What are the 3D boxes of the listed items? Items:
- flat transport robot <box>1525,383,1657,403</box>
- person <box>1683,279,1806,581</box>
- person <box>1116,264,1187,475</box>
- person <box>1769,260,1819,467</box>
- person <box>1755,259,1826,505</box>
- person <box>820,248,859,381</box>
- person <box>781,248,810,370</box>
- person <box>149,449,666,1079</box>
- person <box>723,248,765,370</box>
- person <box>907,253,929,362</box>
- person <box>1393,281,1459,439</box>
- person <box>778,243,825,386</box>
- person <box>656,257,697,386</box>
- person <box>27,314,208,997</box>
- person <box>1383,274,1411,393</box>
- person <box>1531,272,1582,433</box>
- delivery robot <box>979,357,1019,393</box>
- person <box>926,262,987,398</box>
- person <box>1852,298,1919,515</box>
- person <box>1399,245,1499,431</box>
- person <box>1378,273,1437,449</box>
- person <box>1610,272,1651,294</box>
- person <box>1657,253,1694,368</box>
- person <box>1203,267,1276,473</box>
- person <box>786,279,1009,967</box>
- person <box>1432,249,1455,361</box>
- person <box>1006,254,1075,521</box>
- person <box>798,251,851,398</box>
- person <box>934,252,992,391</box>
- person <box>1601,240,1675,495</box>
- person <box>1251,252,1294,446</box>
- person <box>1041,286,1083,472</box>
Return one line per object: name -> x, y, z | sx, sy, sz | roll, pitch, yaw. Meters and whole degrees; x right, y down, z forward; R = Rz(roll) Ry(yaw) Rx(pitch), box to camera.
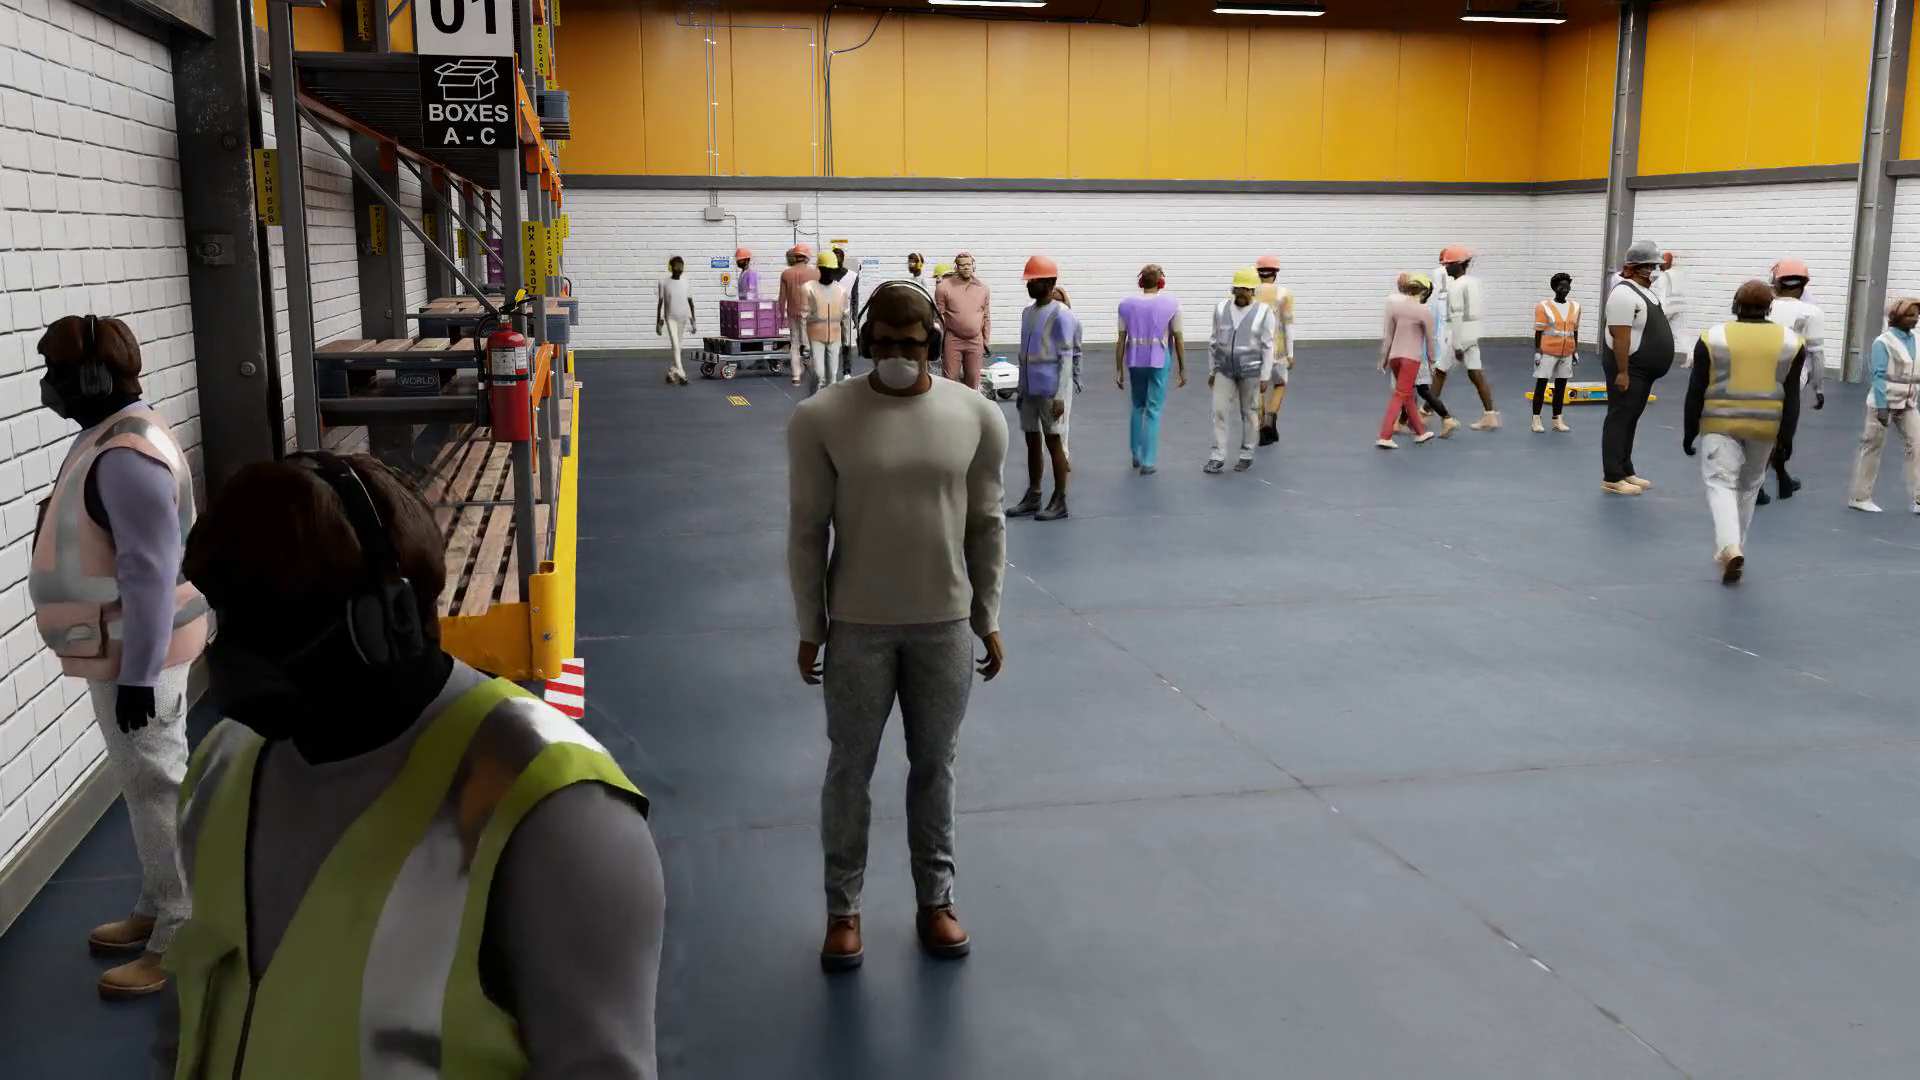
flat transport robot -> 7.928, -1.858, 20.903 | 1.431, 0.197, 0.652 | -2, 10, -12
person -> 4.718, -0.666, 10.041 | 0.630, 1.811, 0.875 | 2, 10, 11
person -> 1.698, -1.504, 14.644 | 0.577, 1.817, 0.728 | 4, 11, 22
person -> 7.445, -1.616, 15.197 | 0.656, 1.853, 1.019 | 5, 11, 25
person -> 6.401, -1.222, 12.892 | 0.922, 1.881, 0.580 | -8, 13, -38
person -> -1.751, -3.242, 24.009 | 0.587, 1.920, 0.390 | 1, 10, 8
person -> -2.668, -3.626, 26.214 | 0.866, 1.898, 0.619 | 4, 11, 19
person -> -0.659, 0.822, 1.746 | 0.666, 1.825, 0.603 | 7, 12, 34
person -> -3.415, -3.609, 26.053 | 0.792, 1.905, 0.551 | -6, 12, -29
person -> -0.589, -2.993, 22.789 | 0.333, 1.866, 0.525 | -4, 11, -22
person -> 4.806, -1.880, 17.166 | 0.827, 1.665, 0.529 | 7, 13, 36
person -> -2.230, -3.127, 23.168 | 0.752, 1.996, 0.507 | 3, 11, 15
person -> -3.985, -3.076, 23.414 | 0.518, 1.805, 0.999 | -7, 12, -33
person -> -2.281, 0.310, 4.541 | 0.429, 1.841, 0.634 | -6, 12, -29
person -> 5.724, -2.618, 21.442 | 0.507, 1.594, 0.876 | 4, 11, 22
person -> 6.317, -1.979, 17.623 | 0.536, 1.696, 0.321 | -2, 10, -11
delivery robot -> 0.534, -2.068, 21.021 | 0.707, 0.478, 0.477 | -9, 13, -40
person -> -0.105, -2.415, 19.807 | 0.861, 1.791, 0.582 | 6, 12, 32
person -> 6.969, -0.962, 12.235 | 0.535, 1.605, 0.761 | -4, 11, -21
person -> 5.331, -2.160, 17.845 | 1.069, 1.986, 0.629 | 9, 13, 39
person -> 4.424, -1.752, 16.323 | 0.879, 1.697, 0.535 | -6, 12, -32
person -> 9.775, -3.263, 24.192 | 0.609, 1.889, 0.913 | 1, 10, 3
person -> 11.373, -3.657, 26.574 | 0.629, 1.837, 0.983 | -7, 13, -36
person -> 2.400, -1.463, 14.470 | 0.603, 1.797, 0.784 | 5, 11, 27
person -> -0.168, 0.238, 4.697 | 0.628, 1.931, 0.374 | -2, 10, -11
person -> 8.201, -3.965, 28.110 | 0.583, 1.882, 0.337 | -5, 11, -26
person -> 0.584, -1.105, 12.115 | 0.363, 1.936, 0.549 | -7, 13, -35
person -> -1.485, -2.230, 18.409 | 0.609, 1.910, 0.416 | -5, 11, -25
person -> 0.041, -2.127, 17.858 | 0.636, 1.911, 0.406 | -3, 11, -17
person -> 5.489, -1.400, 13.465 | 0.536, 2.000, 0.681 | 7, 13, 35
person -> 3.034, -1.881, 16.476 | 0.566, 1.914, 0.493 | 4, 11, 23
person -> 0.836, -1.406, 14.623 | 0.501, 1.633, 0.281 | -2, 10, -11
